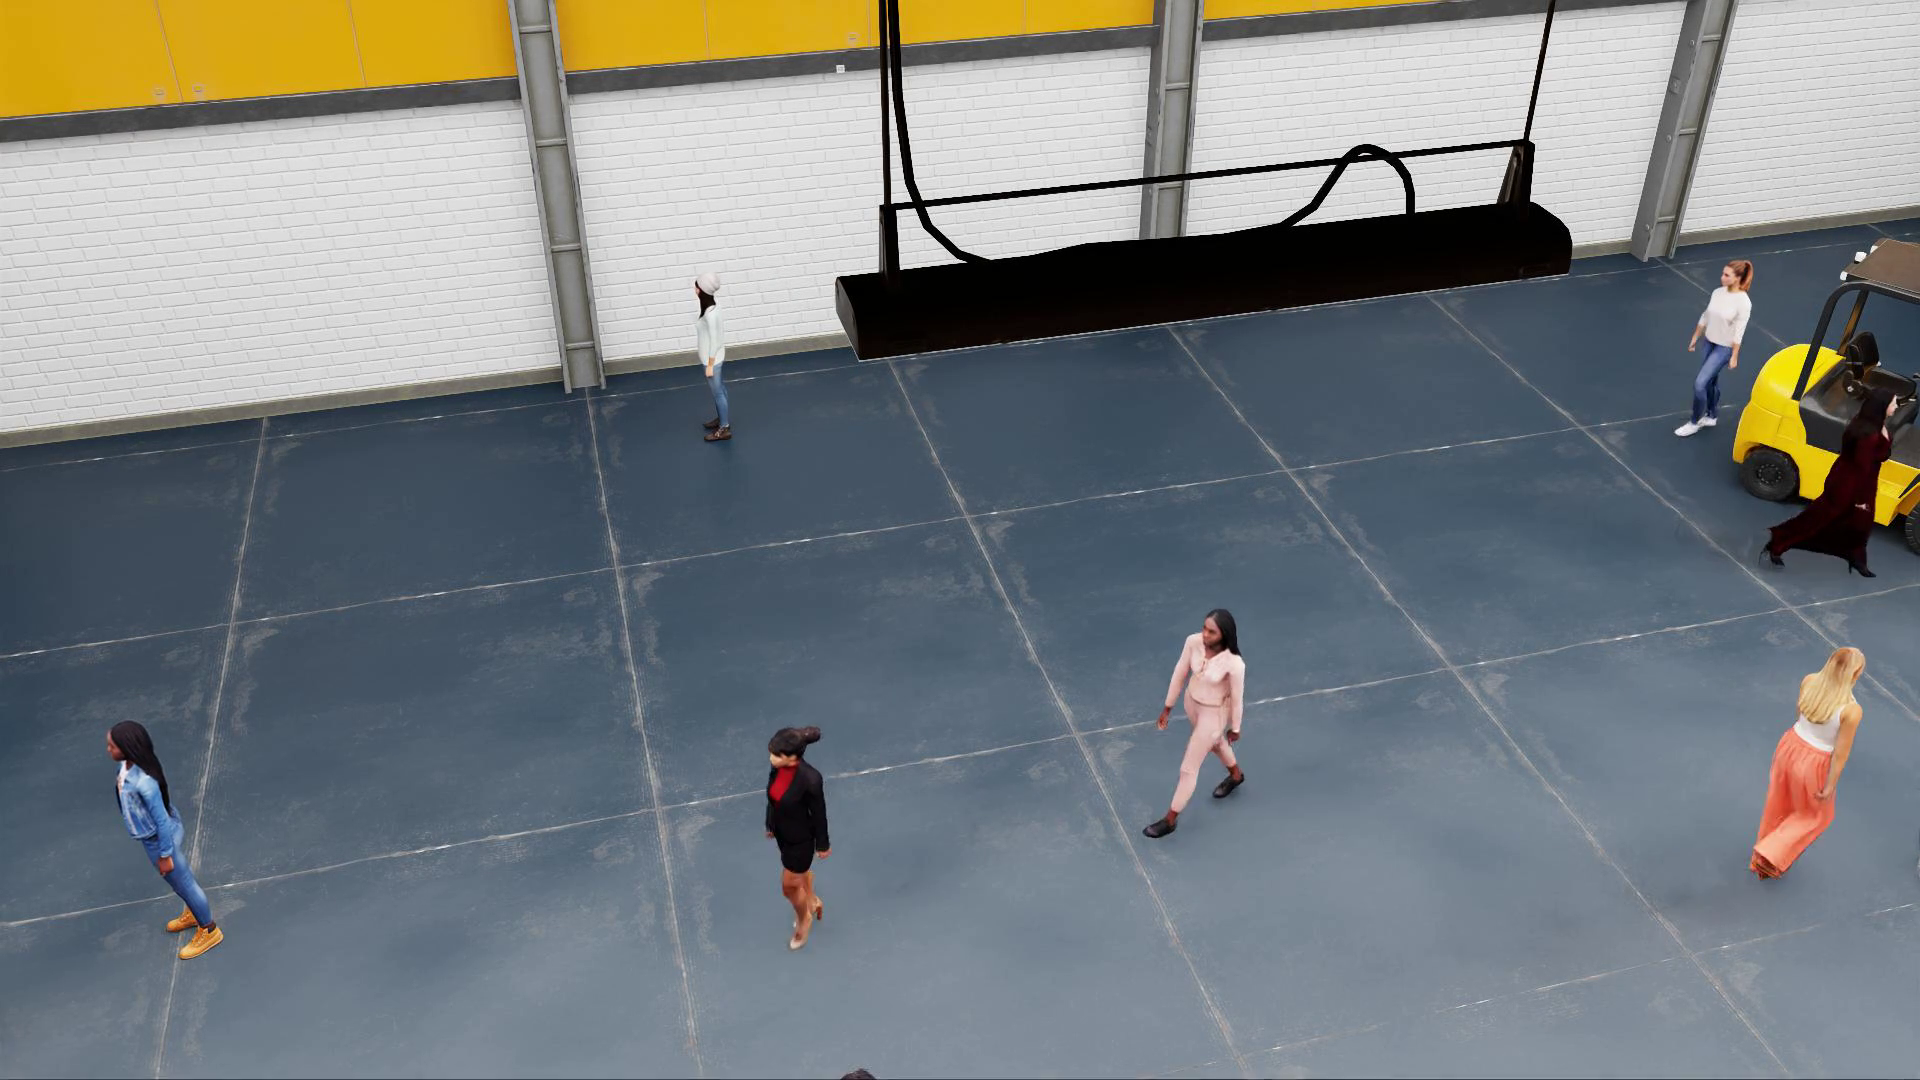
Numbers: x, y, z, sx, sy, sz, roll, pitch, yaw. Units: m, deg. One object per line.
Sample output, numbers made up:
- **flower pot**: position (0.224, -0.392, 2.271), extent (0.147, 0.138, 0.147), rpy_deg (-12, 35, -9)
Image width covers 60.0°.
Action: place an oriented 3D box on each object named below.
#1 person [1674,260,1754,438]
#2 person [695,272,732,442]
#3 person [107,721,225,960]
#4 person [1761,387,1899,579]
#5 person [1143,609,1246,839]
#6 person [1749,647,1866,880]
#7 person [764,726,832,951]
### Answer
- **person**: position (6.999, -1.751, 15.179), extent (0.745, 1.701, 0.636), rpy_deg (-7, 34, -10)
- **person**: position (-2.251, -1.683, 15.128), extent (0.542, 1.645, 0.593), rpy_deg (-4, 34, -6)
- **person**: position (-4.743, 1.759, 9.889), extent (0.633, 1.712, 0.672), rpy_deg (-21, 39, -28)
- **person**: position (6.940, -0.438, 13.194), extent (1.191, 1.714, 1.107), rpy_deg (16, 37, 22)
- **person**: position (1.673, 1.126, 10.878), extent (1.247, 1.673, 0.901), rpy_deg (-22, 39, -29)
- **person**: position (5.168, 1.421, 10.328), extent (0.776, 1.790, 0.672), rpy_deg (-12, 35, -17)
- **person**: position (-0.921, 1.752, 9.979), extent (0.760, 1.624, 0.715), rpy_deg (-27, 42, -35)
